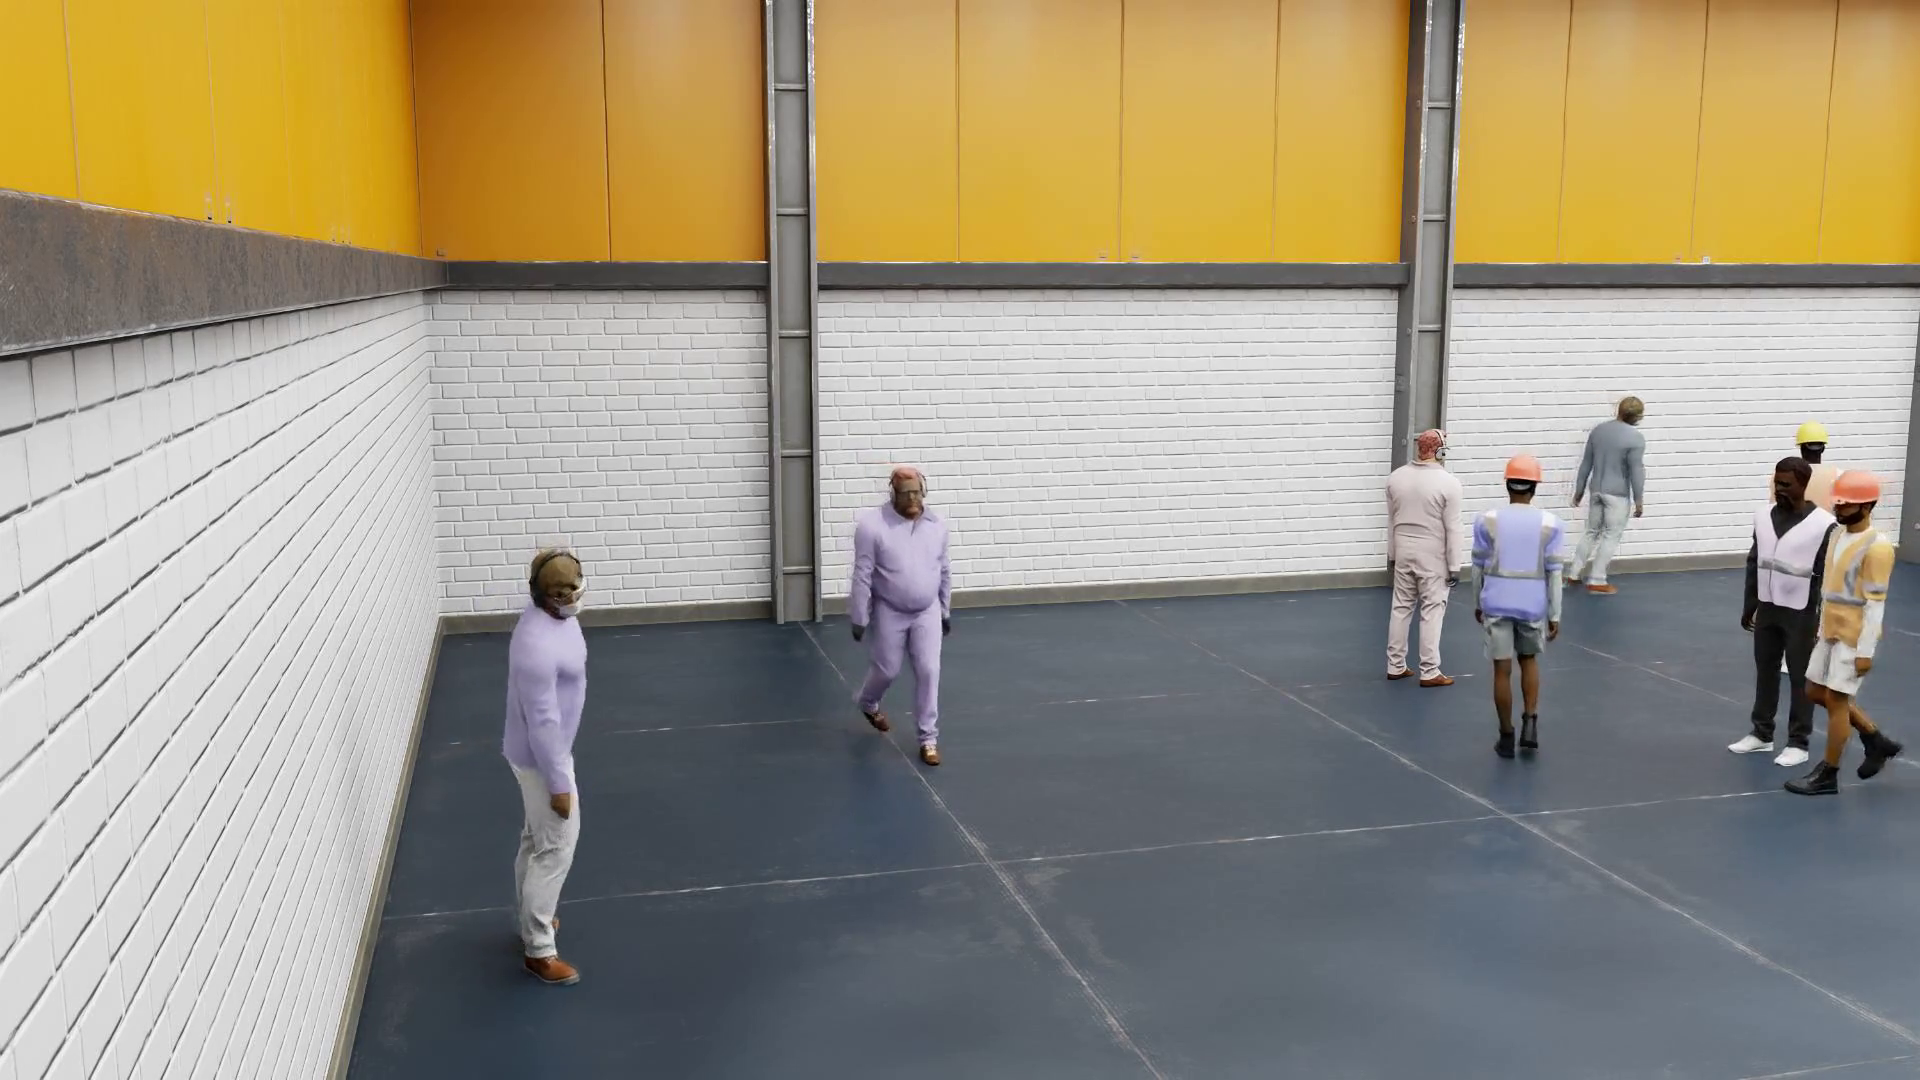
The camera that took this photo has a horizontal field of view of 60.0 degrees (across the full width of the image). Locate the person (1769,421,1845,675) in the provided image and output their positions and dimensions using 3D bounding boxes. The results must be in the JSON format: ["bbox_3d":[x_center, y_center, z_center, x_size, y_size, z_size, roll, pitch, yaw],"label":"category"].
[{"bbox_3d":[6.383,0.069,12.549,0.585,1.925,0.377,2,9,12],"label":"person"}]

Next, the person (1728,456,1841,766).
[{"bbox_3d":[5.136,0.435,10.316,0.373,1.908,0.597,-4,10,-25],"label":"person"}]

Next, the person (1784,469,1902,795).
[{"bbox_3d":[5.162,0.539,9.607,0.606,1.923,0.570,0,9,2],"label":"person"}]

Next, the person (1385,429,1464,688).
[{"bbox_3d":[3.434,0.132,12.250,0.401,1.903,0.644,-7,12,-39],"label":"person"}]

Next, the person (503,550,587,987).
[{"bbox_3d":[-1.782,0.947,7.204,0.401,1.898,0.800,-2,9,-9],"label":"person"}]

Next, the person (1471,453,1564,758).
[{"bbox_3d":[3.482,0.411,10.463,0.536,1.911,0.480,2,9,12],"label":"person"}]

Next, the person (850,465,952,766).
[{"bbox_3d":[-0.380,0.430,10.482,0.680,1.871,0.812,-4,10,-21],"label":"person"}]

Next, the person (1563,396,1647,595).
[{"bbox_3d":[6.141,-0.416,15.671,0.473,1.895,0.659,-4,10,-24],"label":"person"}]
